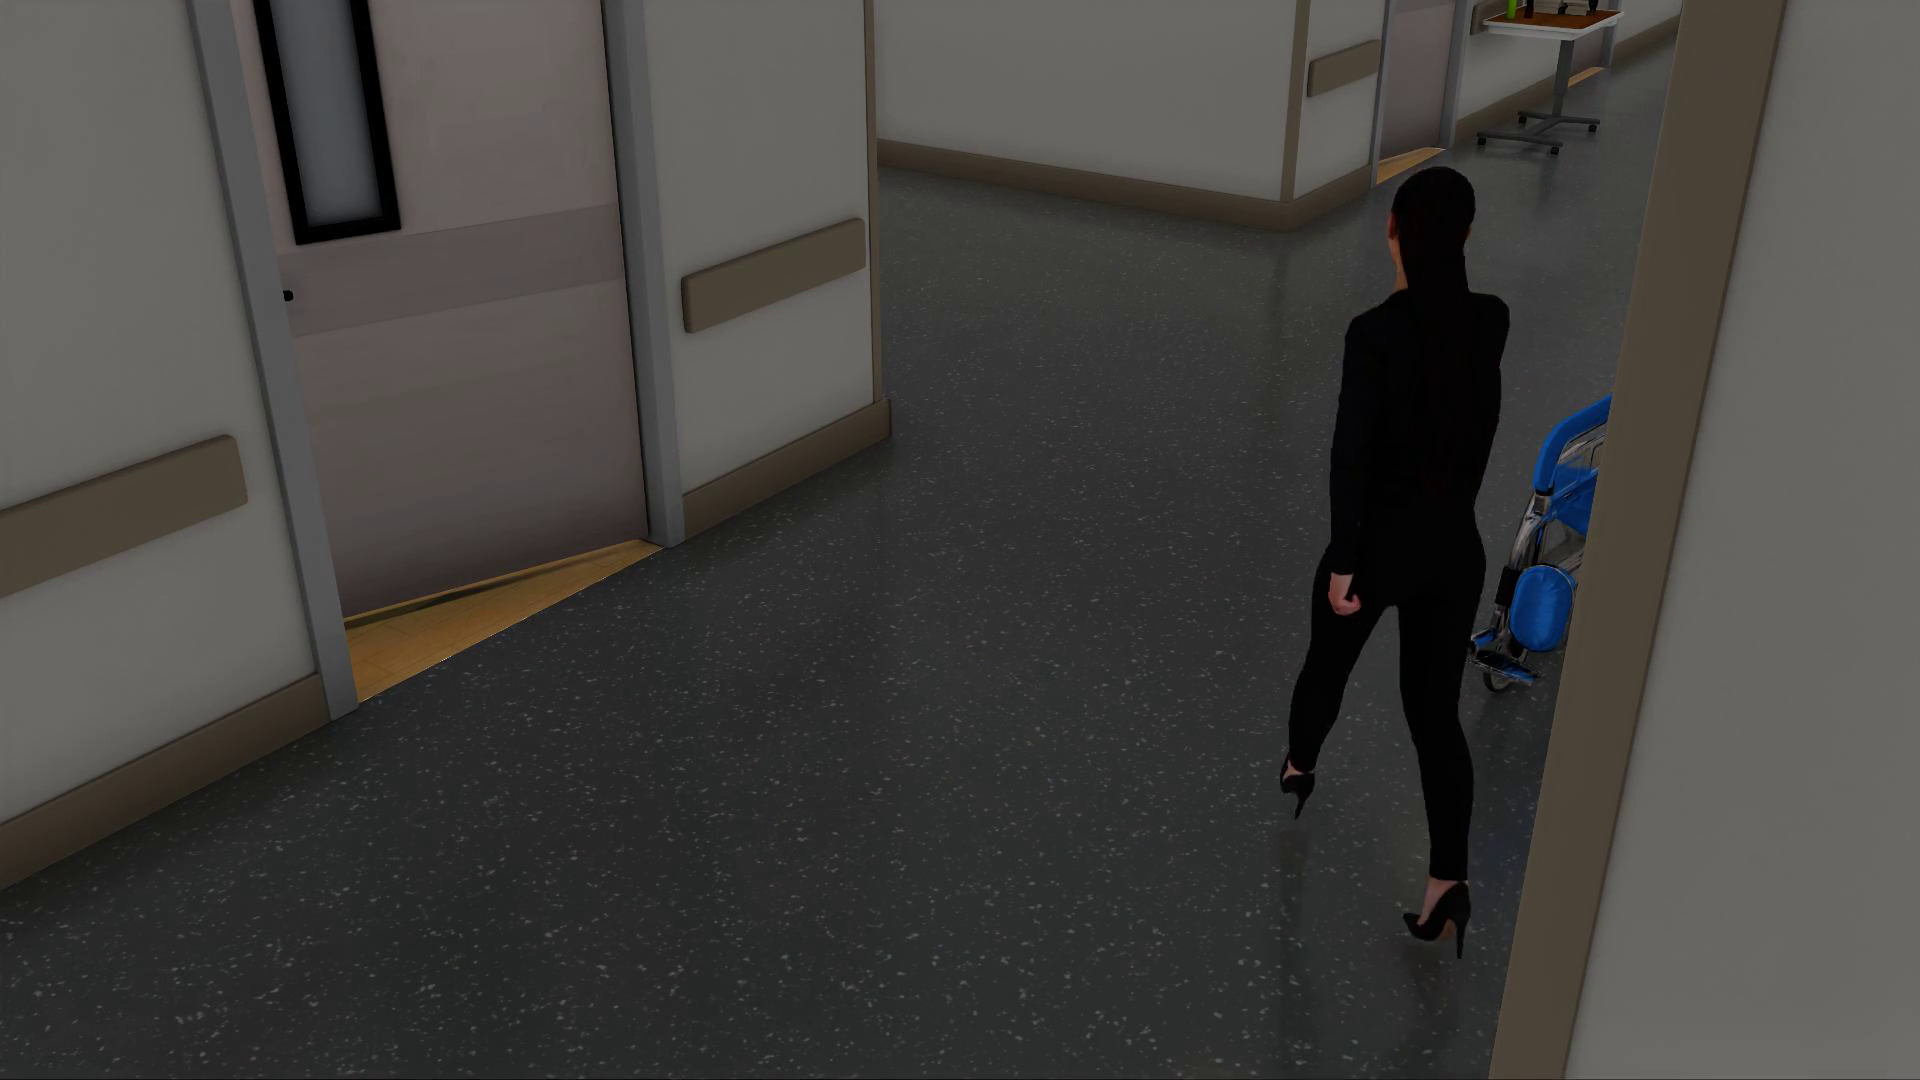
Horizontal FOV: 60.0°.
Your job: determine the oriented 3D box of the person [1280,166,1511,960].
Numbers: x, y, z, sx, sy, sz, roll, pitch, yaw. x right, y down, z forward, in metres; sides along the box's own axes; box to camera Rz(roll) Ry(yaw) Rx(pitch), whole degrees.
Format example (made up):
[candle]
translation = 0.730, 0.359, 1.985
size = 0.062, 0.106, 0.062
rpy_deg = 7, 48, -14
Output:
[person]
translation = 0.988, 0.108, 3.547
size = 1.030, 1.661, 1.034
rpy_deg = -10, 27, -20
